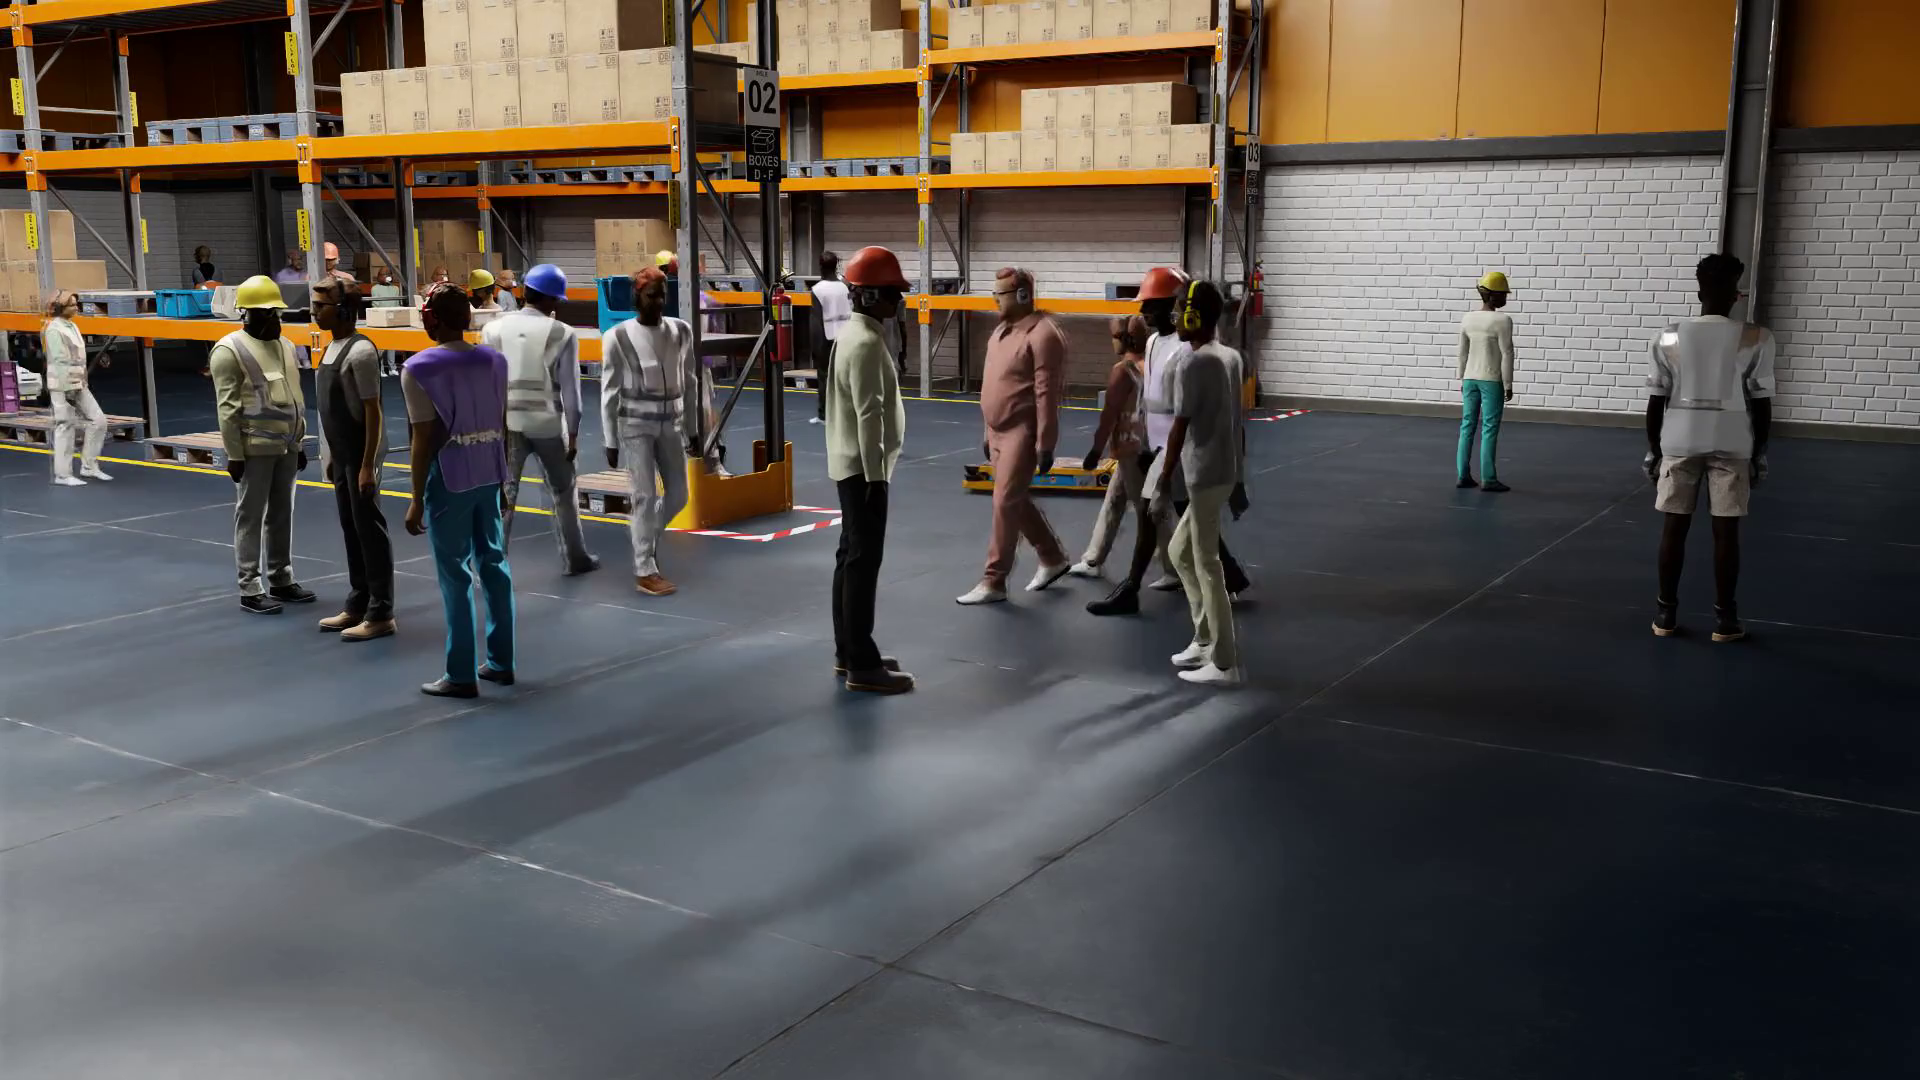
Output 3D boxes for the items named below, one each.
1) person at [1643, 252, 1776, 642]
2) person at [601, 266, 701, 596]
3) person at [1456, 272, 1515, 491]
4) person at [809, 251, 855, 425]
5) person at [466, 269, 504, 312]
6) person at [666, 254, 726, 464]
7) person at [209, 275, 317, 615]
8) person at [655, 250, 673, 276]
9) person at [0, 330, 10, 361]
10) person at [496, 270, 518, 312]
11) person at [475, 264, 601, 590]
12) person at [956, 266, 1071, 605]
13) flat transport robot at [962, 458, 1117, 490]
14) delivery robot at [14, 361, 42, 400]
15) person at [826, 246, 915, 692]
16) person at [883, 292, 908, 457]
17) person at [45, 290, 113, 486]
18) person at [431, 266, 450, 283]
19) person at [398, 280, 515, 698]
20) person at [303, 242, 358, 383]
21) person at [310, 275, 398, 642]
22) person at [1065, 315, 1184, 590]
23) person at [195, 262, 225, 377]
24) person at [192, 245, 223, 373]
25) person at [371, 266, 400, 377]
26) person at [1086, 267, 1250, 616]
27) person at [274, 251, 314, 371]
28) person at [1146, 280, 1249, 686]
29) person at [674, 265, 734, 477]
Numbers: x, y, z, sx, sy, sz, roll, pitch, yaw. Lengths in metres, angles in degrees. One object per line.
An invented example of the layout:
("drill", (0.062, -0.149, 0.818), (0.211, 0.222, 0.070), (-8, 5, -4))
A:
("person", (3.781, -0.464, 8.426), (0.600, 1.958, 0.377), (6, 12, 30))
("person", (-1.800, -0.628, 9.560), (0.616, 1.876, 0.527), (-9, 13, -40))
("person", (4.260, -1.272, 13.479), (0.359, 1.772, 0.534), (-6, 12, -31))
("person", (-1.357, -2.187, 18.121), (0.641, 1.902, 0.687), (-8, 13, -37))
("person", (-4.284, -1.569, 15.108), (0.325, 1.760, 0.523), (-8, 13, -36))
("person", (-2.376, -1.586, 14.797), (0.558, 1.907, 0.863), (-7, 12, -32))
("person", (-3.786, -0.522, 9.098), (0.403, 1.830, 0.601), (3, 11, 15))
("person", (-3.237, -2.306, 18.764), (0.607, 1.913, 0.638), (-7, 12, -34))
("person", (-13.325, -2.975, 22.861), (0.969, 1.775, 0.590), (10, 14, 44))
("person", (-5.958, -2.749, 21.991), (0.279, 1.633, 0.502), (0, 10, 0))
("person", (-2.532, -0.663, 9.781), (0.639, 1.893, 0.825), (0, 10, 1))
("person", (0.322, -0.596, 9.386), (0.800, 1.882, 0.659), (-5, 11, -25))
("flat transport robot", (0.781, -0.536, 13.503), (1.431, 0.197, 0.652), (2, 10, 12))
("delivery robot", (-11.477, -1.933, 20.201), (0.707, 0.478, 0.477), (7, 13, 35))
("person", (-0.407, -0.321, 7.539), (0.395, 1.994, 0.612), (-2, 10, -11))
("person", (-0.740, -1.699, 15.518), (0.515, 1.873, 0.329), (-3, 11, -16))
("person", (-7.258, -1.245, 13.693), (0.540, 1.616, 0.539), (-2, 10, -9))
("person", (-7.797, -3.290, 25.015), (0.277, 1.629, 0.496), (5, 11, 26))
("person", (-2.205, -0.217, 7.372), (0.390, 1.846, 0.564), (6, 12, 30))
("person", (-7.520, -2.556, 19.926), (0.618, 1.990, 0.394), (-7, 12, -33))
("person", (-3.084, -0.409, 8.437), (0.351, 1.847, 0.507), (-8, 13, -37))
("person", (0.996, -0.508, 9.698), (0.845, 1.596, 0.511), (4, 11, 23))
("person", (-11.099, -3.271, 24.702), (0.322, 1.699, 0.535), (5, 11, 27))
("person", (-11.460, -3.506, 25.342), (0.373, 1.940, 0.628), (1, 10, 6))
("person", (-8.513, -3.243, 24.729), (0.283, 1.633, 0.501), (6, 12, 32))
("person", (1.196, -0.540, 9.080), (1.004, 1.890, 0.553), (-3, 11, -16))
("person", (-10.361, -3.590, 26.046), (0.980, 1.867, 0.646), (8, 13, 38))
("person", (1.079, -0.243, 7.564), (0.583, 1.846, 0.493), (6, 12, 30))
("person", (-2.369, -1.403, 13.967), (1.005, 1.858, 0.693), (7, 12, 33))
